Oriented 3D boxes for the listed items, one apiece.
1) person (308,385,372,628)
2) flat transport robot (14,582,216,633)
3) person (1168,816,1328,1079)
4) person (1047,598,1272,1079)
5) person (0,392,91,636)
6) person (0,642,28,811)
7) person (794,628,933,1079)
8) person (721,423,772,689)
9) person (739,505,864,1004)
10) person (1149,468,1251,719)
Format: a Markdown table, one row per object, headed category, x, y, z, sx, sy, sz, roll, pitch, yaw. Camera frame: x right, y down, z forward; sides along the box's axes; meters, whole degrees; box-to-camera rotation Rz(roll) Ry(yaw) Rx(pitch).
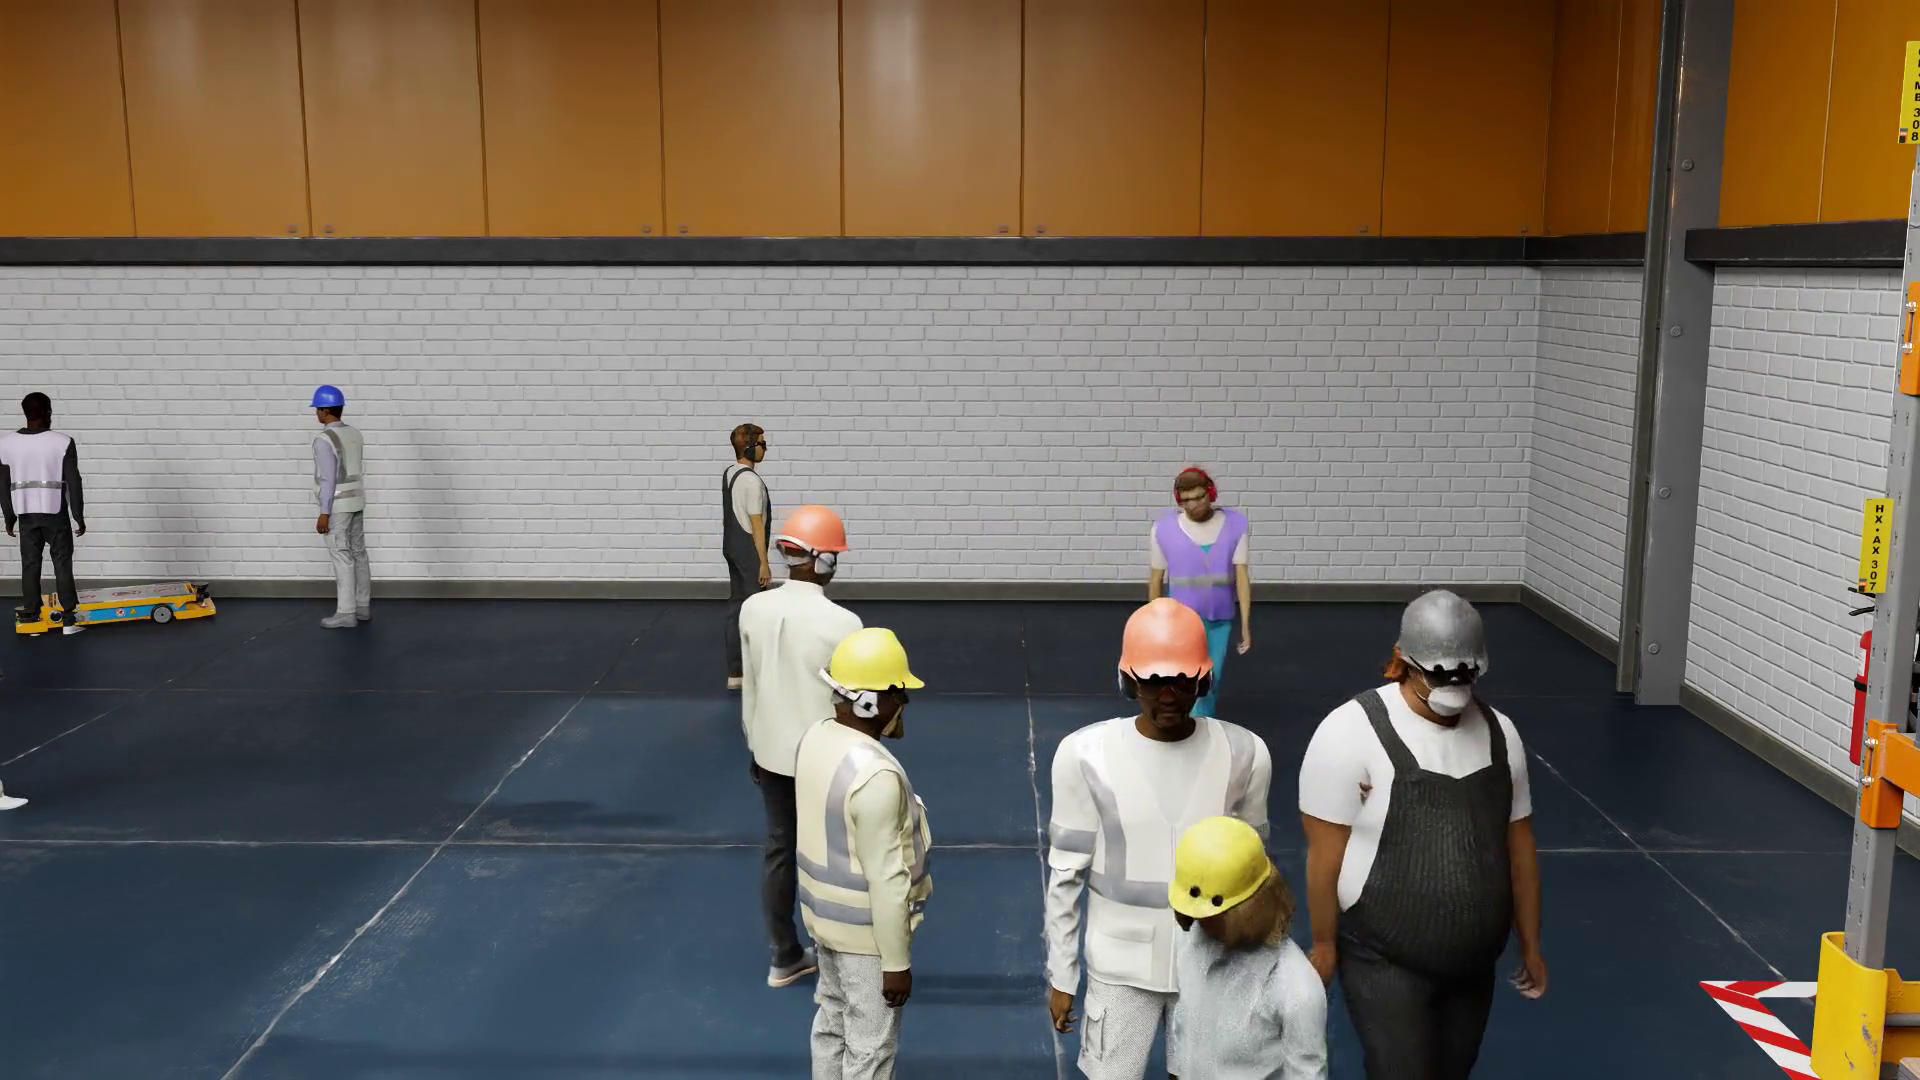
| category | x | y | z | sx | sy | sz | roll | pitch | yaw |
| --- | --- | --- | --- | --- | --- | --- | --- | --- | --- |
| person | -4.994 | -0.270 | 13.368 | 0.406 | 1.947 | 0.607 | 1 | 10 | 8 |
| flat transport robot | -6.878 | 0.536 | 13.555 | 1.431 | 0.197 | 0.652 | -5 | 11 | -28 |
| person | 0.748 | 1.431 | 3.931 | 0.752 | 1.693 | 0.541 | -5 | 11 | -27 |
| person | 0.548 | 1.157 | 4.538 | 0.615 | 2.041 | 0.388 | -1 | 10 | -5 |
| person | -7.189 | -0.198 | 13.038 | 0.592 | 1.912 | 0.372 | -2 | 10 | -9 |
| person | -5.279 | 0.644 | 8.826 | 0.511 | 1.638 | 0.307 | 5 | 11 | 26 |
| person | -0.287 | 1.167 | 5.109 | 0.404 | 1.828 | 0.602 | -5 | 11 | -26 |
| person | -1.428 | 0.131 | 11.273 | 0.344 | 1.847 | 0.504 | -6 | 11 | -33 |
| person | -0.586 | 0.847 | 6.583 | 0.624 | 1.984 | 0.411 | 6 | 11 | 33 |
| person | 1.361 | 0.480 | 9.364 | 0.563 | 1.779 | 0.983 | -1 | 10 | -7 |
